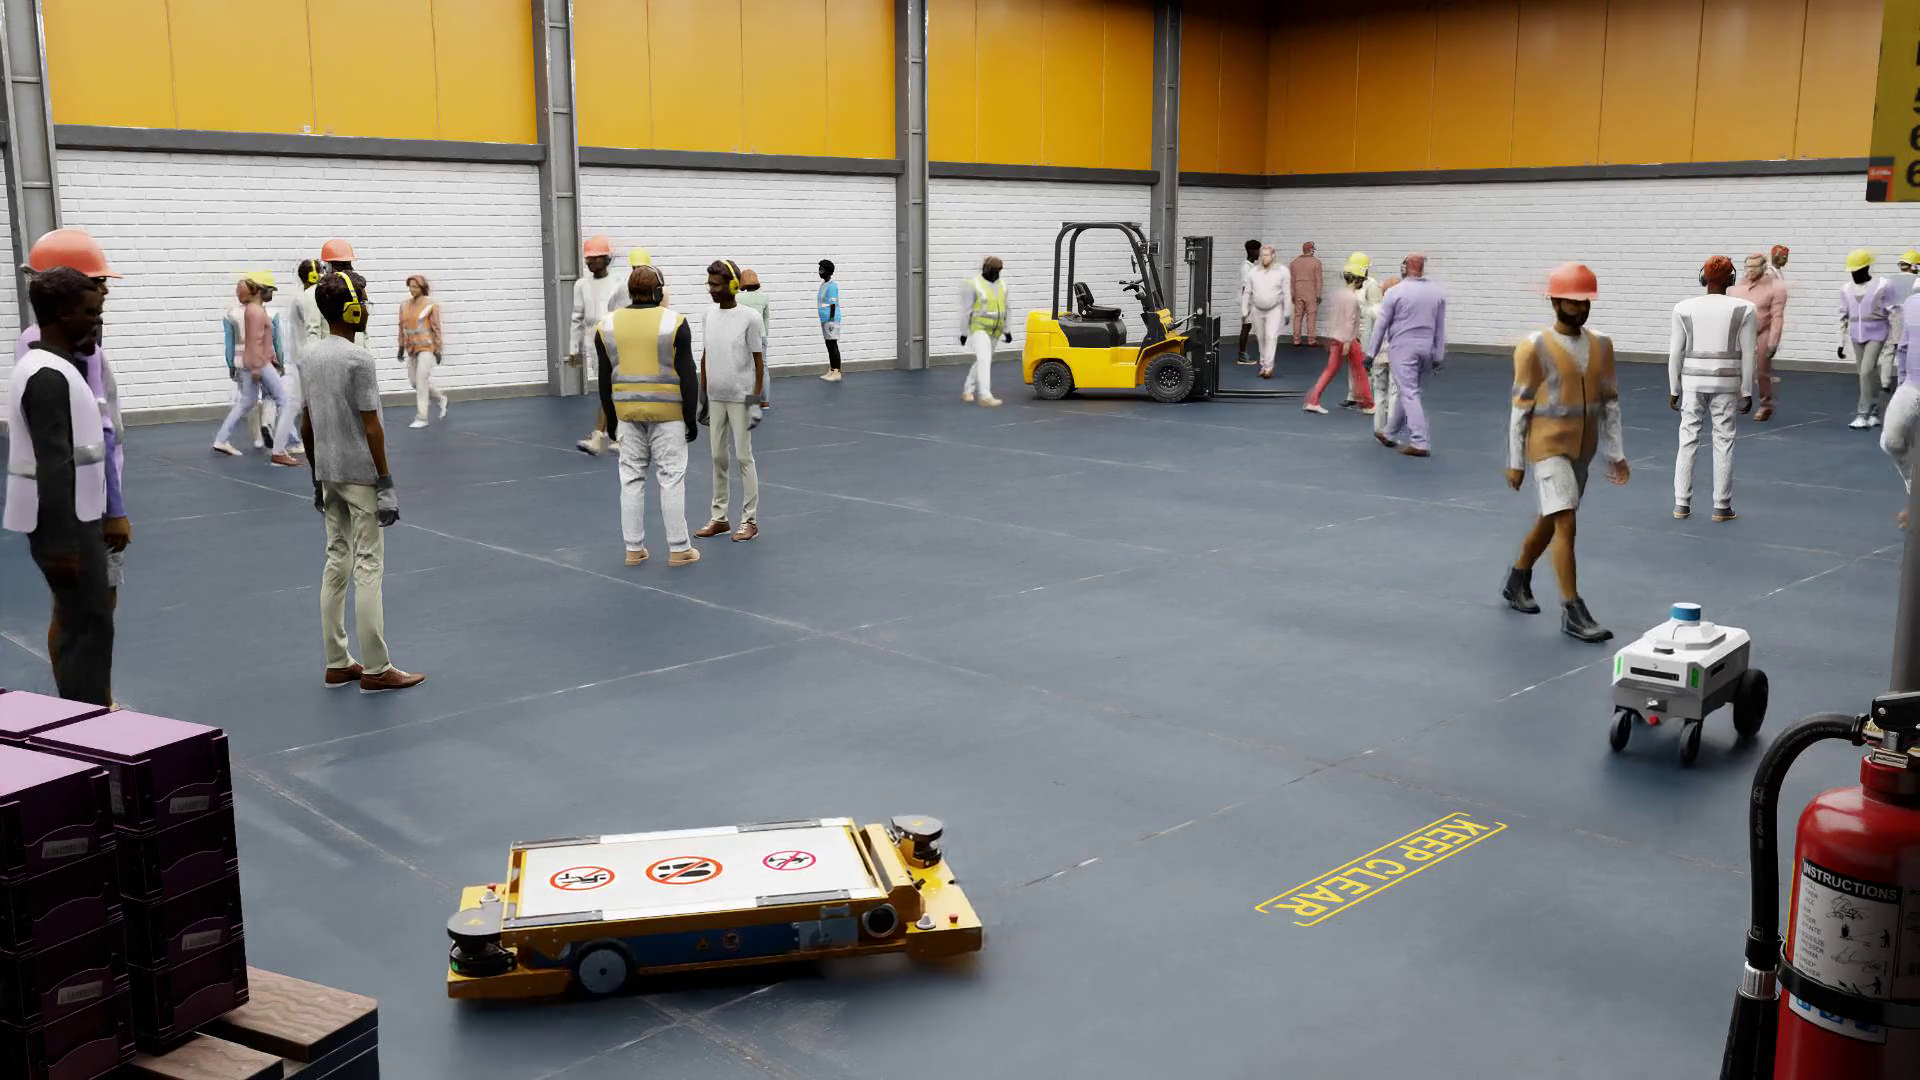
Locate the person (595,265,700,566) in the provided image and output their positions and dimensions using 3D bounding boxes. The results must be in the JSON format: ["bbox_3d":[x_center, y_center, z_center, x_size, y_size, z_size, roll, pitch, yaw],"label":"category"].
[{"bbox_3d":[-1.891,-0.755,10.203,0.619,1.845,0.430,2,11,10],"label":"person"}]

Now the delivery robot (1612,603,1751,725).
[{"bbox_3d":[2.888,0.495,6.645,0.477,0.478,0.707,9,14,39],"label":"delivery robot"}]

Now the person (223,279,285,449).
[{"bbox_3d":[-6.607,-1.632,15.577,0.512,1.615,0.642,-3,11,-17],"label":"person"}]

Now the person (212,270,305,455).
[{"bbox_3d":[-6.470,-1.620,15.292,0.888,1.712,0.512,-6,12,-31],"label":"person"}]

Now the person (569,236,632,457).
[{"bbox_3d":[-3.327,-1.760,15.233,0.637,2.000,1.001,5,11,24],"label":"person"}]

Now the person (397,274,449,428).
[{"bbox_3d":[-5.698,-2.019,17.707,0.520,1.614,0.675,5,12,27],"label":"person"}]

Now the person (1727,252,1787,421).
[{"bbox_3d":[8.539,-2.169,17.905,1.018,1.855,0.647,-10,14,-43],"label":"person"}]

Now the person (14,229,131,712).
[{"bbox_3d":[-3.394,-0.171,6.467,0.605,2.045,0.385,10,14,42],"label":"person"}]

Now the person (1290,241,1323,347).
[{"bbox_3d":[6.306,-4.458,30.217,0.643,1.910,0.399,9,14,42],"label":"person"}]

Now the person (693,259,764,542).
[{"bbox_3d":[-1.538,-0.920,11.049,0.517,1.865,0.327,6,12,29],"label":"person"}]

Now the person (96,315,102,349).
[{"bbox_3d":[-8.031,-1.697,15.334,0.342,1.844,0.509,-5,11,-23],"label":"person"}]

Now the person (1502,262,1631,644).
[{"bbox_3d":[3.091,-0.480,8.583,0.544,1.896,0.988,-4,11,-20],"label":"person"}]

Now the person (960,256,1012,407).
[{"bbox_3d":[0.266,-2.521,20.019,0.639,1.790,0.901,-9,14,-41],"label":"person"}]

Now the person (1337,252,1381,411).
[{"bbox_3d":[4.642,-2.419,19.328,0.403,1.825,0.609,-3,11,-16],"label":"person"}]

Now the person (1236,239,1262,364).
[{"bbox_3d":[4.546,-3.754,26.247,0.375,1.958,0.616,2,11,12],"label":"person"}]

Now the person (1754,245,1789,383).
[{"bbox_3d":[11.168,-3.100,22.870,0.355,1.887,0.574,8,13,36],"label":"person"}]

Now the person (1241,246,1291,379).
[{"bbox_3d":[4.305,-3.216,23.557,0.676,1.862,0.930,6,12,28],"label":"person"}]

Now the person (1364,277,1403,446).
[{"bbox_3d":[4.191,-1.732,16.139,0.519,1.636,0.406,7,12,33],"label":"person"}]

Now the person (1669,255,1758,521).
[{"bbox_3d":[5.339,-1.074,11.827,0.576,1.885,0.355,7,12,32],"label":"person"}]

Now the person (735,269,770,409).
[{"bbox_3d":[-2.417,-2.323,19.322,0.282,1.633,0.498,10,14,42],"label":"person"}]

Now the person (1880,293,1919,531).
[{"bbox_3d":[6.572,-0.996,11.287,0.437,1.923,0.666,-3,11,-16],"label":"person"}]

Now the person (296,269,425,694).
[{"bbox_3d":[-2.694,-0.251,7.391,0.519,1.868,0.328,6,12,31],"label":"person"}]

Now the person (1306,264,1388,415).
[{"bbox_3d":[4.376,-2.260,18.800,0.906,1.707,0.511,-1,10,-7],"label":"person"}]

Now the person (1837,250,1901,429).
[{"bbox_3d":[9.477,-2.098,17.460,0.794,1.862,0.651,-5,11,-25],"label":"person"}]

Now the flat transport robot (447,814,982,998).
[{"bbox_3d":[-0.705,1.027,4.773,1.431,0.197,0.652,-2,11,-12],"label":"flat transport robot"}]

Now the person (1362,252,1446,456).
[{"bbox_3d":[4.118,-1.734,15.487,0.663,1.852,0.978,-5,11,-24],"label":"person"}]

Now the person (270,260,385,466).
[{"bbox_3d":[-5.641,-1.543,14.601,0.988,1.801,0.531,-2,11,-9],"label":"person"}]

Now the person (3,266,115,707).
[{"bbox_3d":[-3.281,-0.044,6.140,0.426,1.912,0.627,-5,12,-26],"label":"person"}]

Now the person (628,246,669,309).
[{"bbox_3d":[-3.249,-2.025,16.936,0.618,1.911,0.575,0,10,-2],"label":"person"}]

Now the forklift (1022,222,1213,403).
[{"bbox_3d":[1.935,-2.847,20.651,2.313,2.155,1.214,2,11,13],"label":"forklift"}]

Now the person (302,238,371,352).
[{"bbox_3d":[-4.844,-1.355,13.056,0.389,1.996,0.612,5,12,27],"label":"person"}]

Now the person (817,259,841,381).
[{"bbox_3d":[-1.826,-3.056,23.172,0.321,1.691,0.536,-4,11,-19],"label":"person"}]

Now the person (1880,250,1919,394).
[{"bbox_3d":[11.977,-2.751,21.122,0.404,1.828,0.592,-9,14,-41],"label":"person"}]
